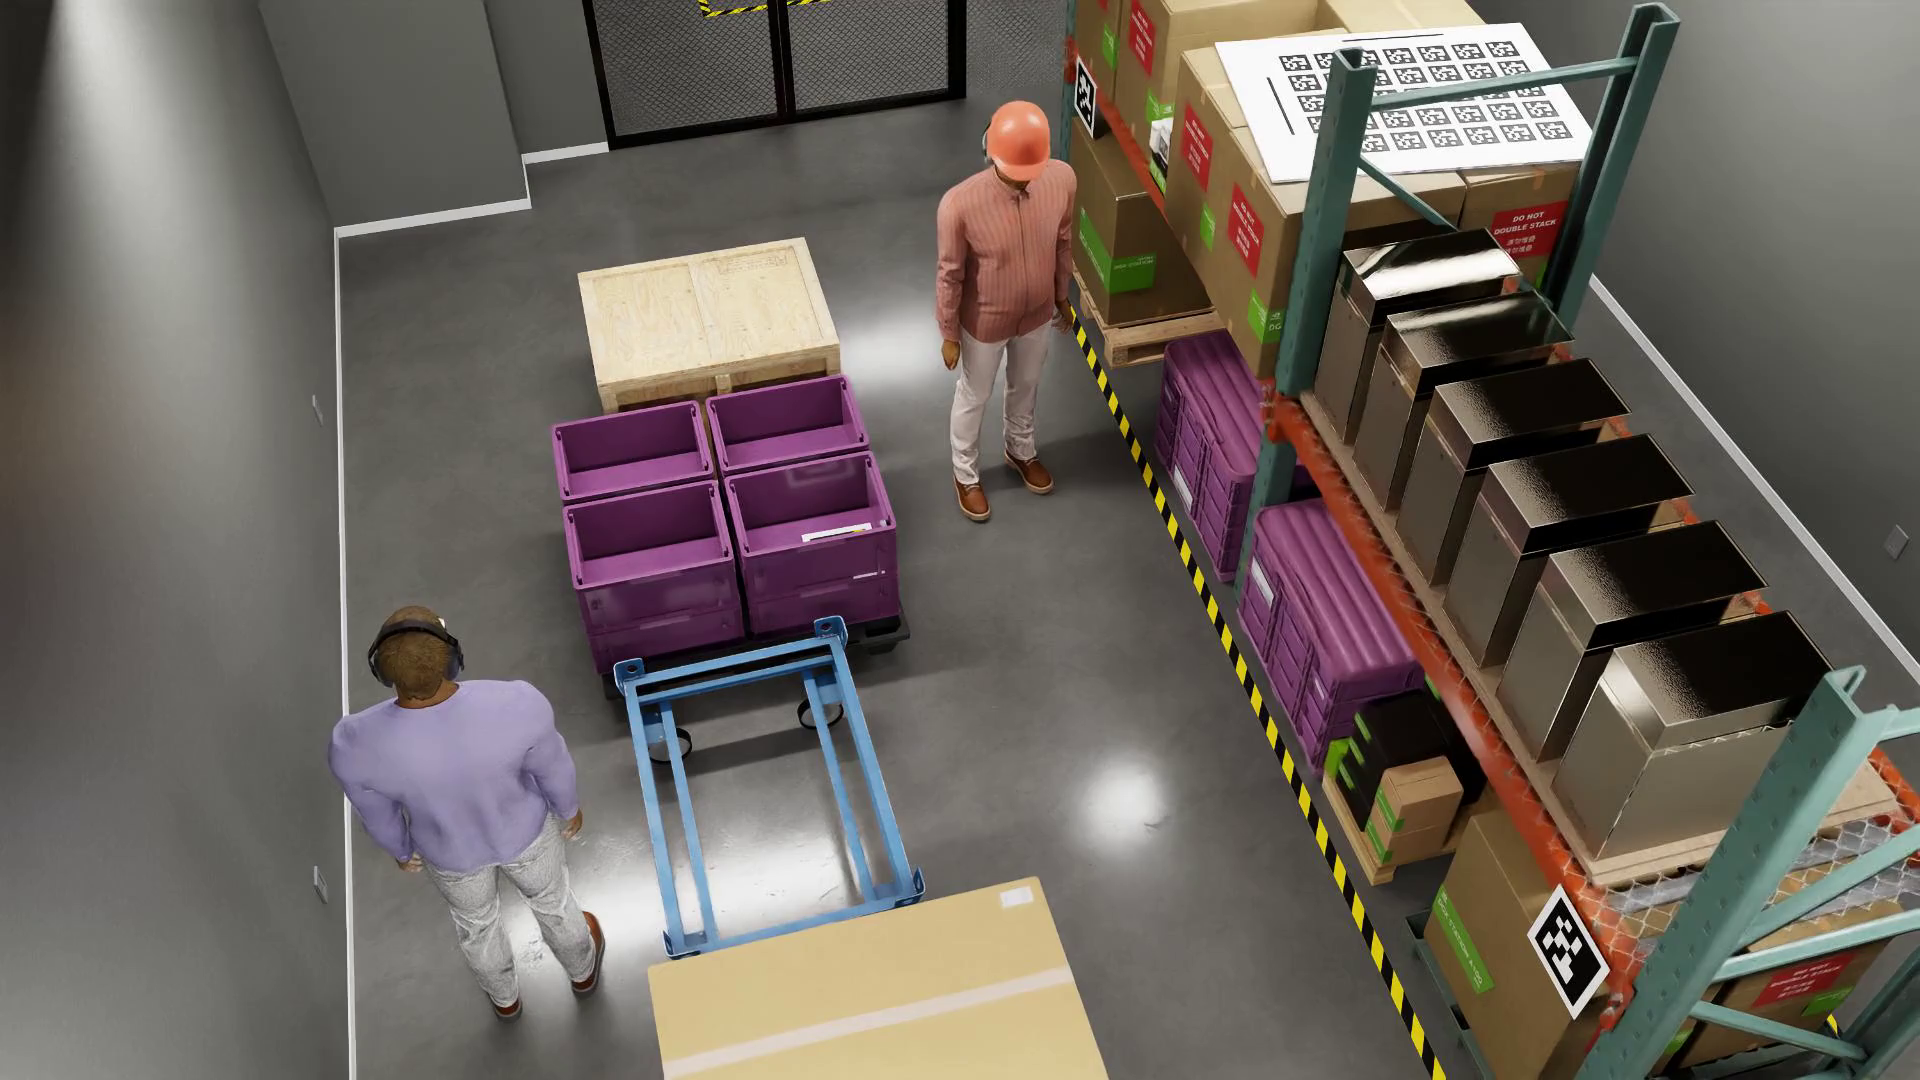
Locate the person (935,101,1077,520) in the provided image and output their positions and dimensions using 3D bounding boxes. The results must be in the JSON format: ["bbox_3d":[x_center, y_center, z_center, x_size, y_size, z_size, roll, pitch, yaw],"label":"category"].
[{"bbox_3d":[0.198,-0.904,6.686,0.623,1.982,0.402,-22,51,-19],"label":"person"}]

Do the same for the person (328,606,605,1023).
[{"bbox_3d":[-1.461,0.874,5.084,0.631,1.940,0.372,-13,49,-12],"label":"person"}]
